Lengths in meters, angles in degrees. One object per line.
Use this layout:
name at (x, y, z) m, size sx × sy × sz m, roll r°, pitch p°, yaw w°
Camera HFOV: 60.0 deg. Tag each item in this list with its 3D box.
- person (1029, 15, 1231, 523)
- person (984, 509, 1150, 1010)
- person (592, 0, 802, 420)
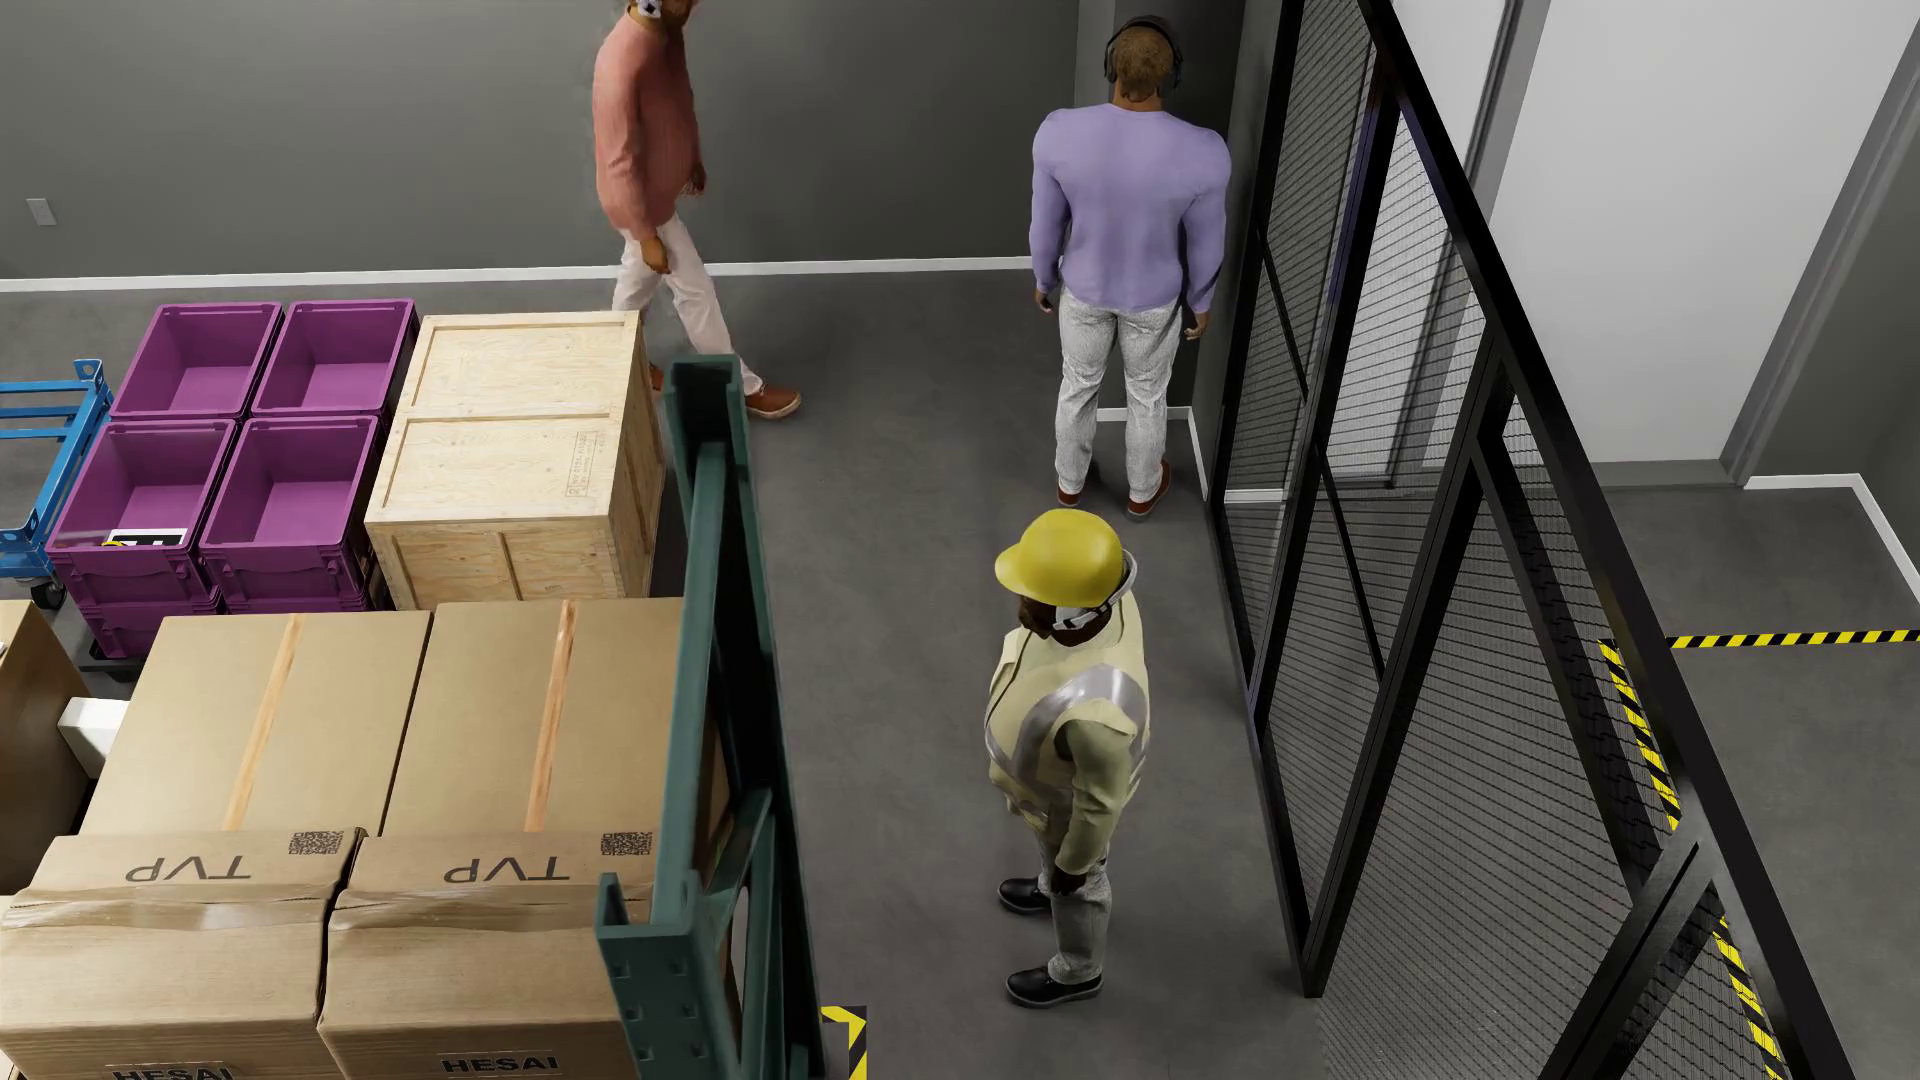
person at (0.543, -0.842, 5.560) m, size 0.635 × 1.937 × 0.353 m, roll 10°, pitch 47°, yaw 9°
person at (0.262, 0.590, 4.265) m, size 0.403 × 1.831 × 0.597 m, roll -1°, pitch 46°, yaw -1°
person at (-1.003, -1.244, 5.939) m, size 0.906 × 1.941 × 0.650 m, roll 5°, pitch 47°, yaw 5°
